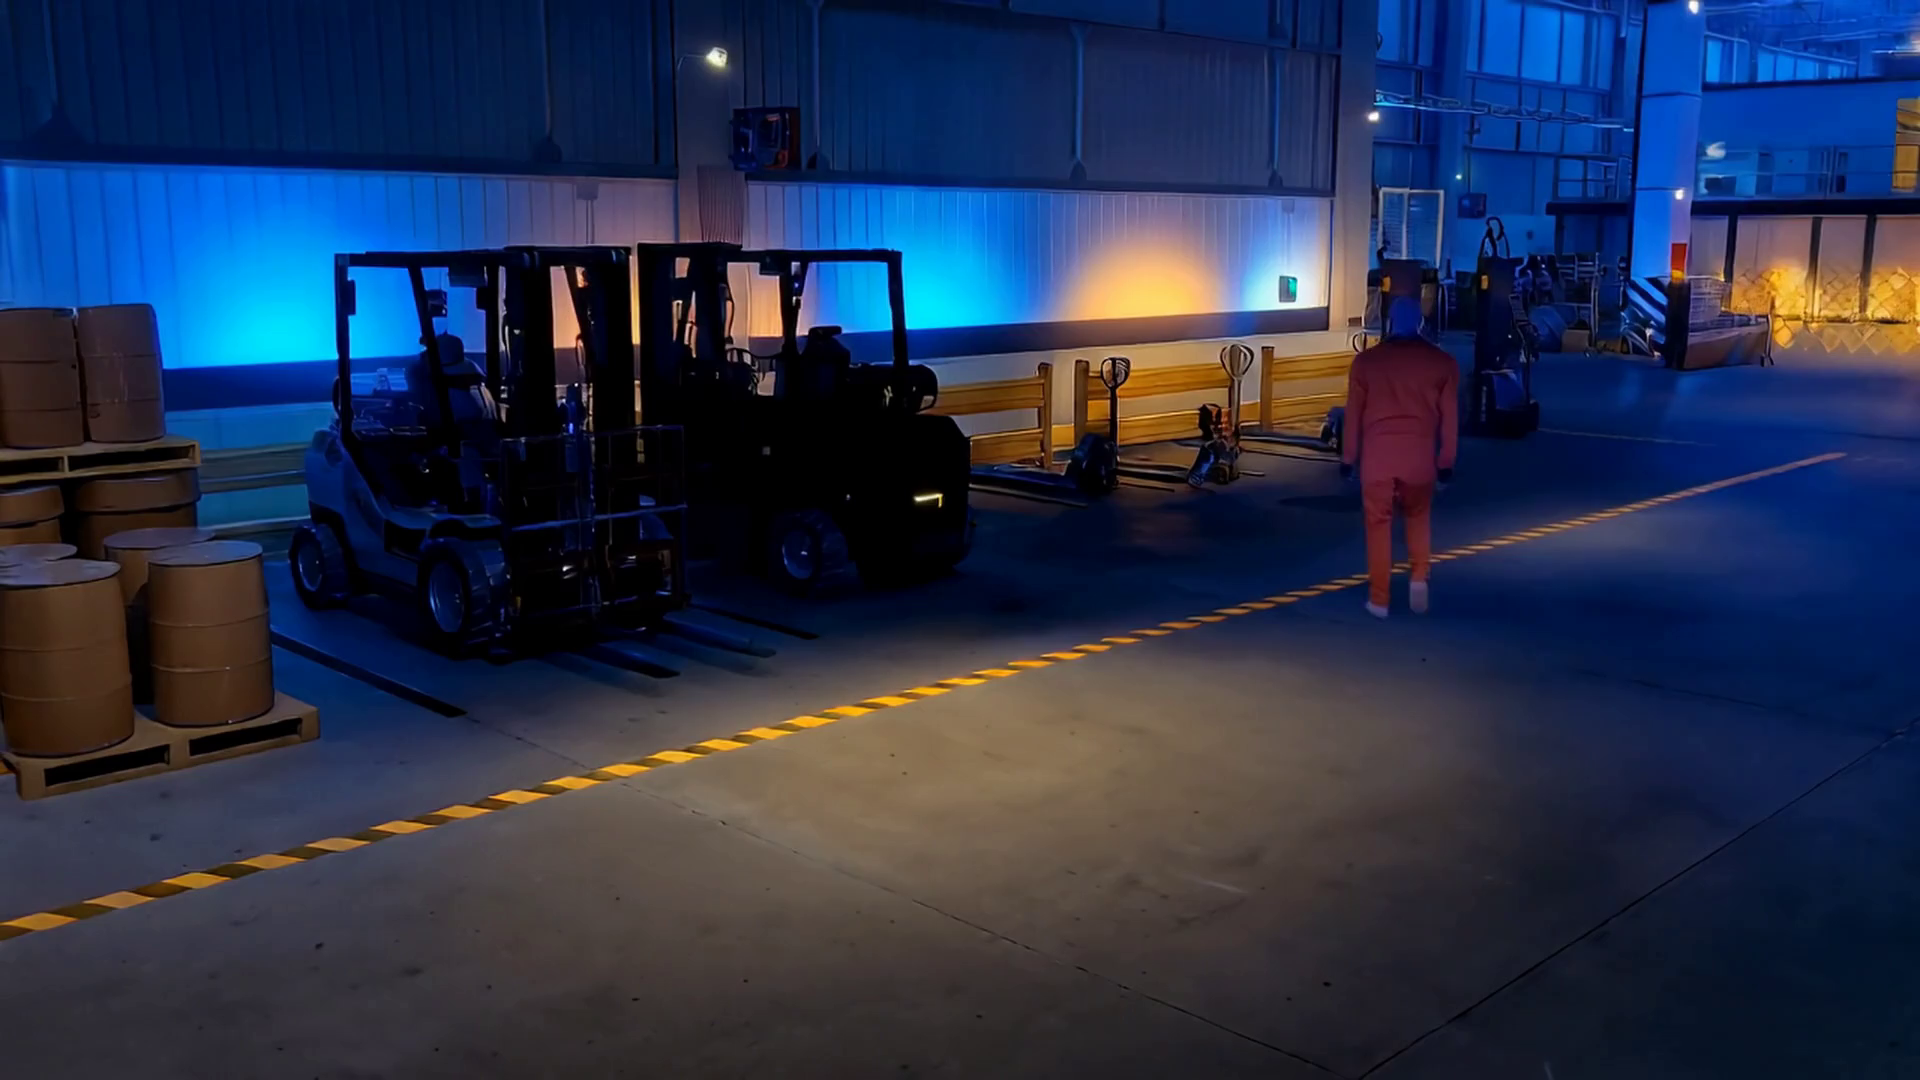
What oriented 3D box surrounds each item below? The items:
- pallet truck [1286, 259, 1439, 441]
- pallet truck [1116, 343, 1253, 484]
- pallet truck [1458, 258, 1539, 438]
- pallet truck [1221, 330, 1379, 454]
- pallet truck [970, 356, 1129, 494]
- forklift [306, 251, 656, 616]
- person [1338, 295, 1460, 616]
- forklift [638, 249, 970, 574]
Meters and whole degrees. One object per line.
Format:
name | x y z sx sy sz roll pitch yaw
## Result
pallet truck | 4.493 -2.078 18.196 0.823 1.965 1.885 -9 14 -40
pallet truck | 1.962 -1.215 15.415 1.522 1.261 0.704 10 14 43
pallet truck | 5.704 -2.208 18.901 1.885 1.965 0.823 10 14 43
pallet truck | 3.563 -1.581 17.381 0.653 1.274 1.630 -10 14 -44
pallet truck | 0.784 -1.085 14.876 0.680 1.201 1.601 -10 14 -44
forklift | -2.833 -0.669 9.694 1.157 1.987 2.680 -10 14 -44
person | 2.574 -0.487 9.820 0.661 1.894 0.416 1 10 4
forklift | -1.173 -0.958 11.239 2.680 1.987 1.157 10 14 43
